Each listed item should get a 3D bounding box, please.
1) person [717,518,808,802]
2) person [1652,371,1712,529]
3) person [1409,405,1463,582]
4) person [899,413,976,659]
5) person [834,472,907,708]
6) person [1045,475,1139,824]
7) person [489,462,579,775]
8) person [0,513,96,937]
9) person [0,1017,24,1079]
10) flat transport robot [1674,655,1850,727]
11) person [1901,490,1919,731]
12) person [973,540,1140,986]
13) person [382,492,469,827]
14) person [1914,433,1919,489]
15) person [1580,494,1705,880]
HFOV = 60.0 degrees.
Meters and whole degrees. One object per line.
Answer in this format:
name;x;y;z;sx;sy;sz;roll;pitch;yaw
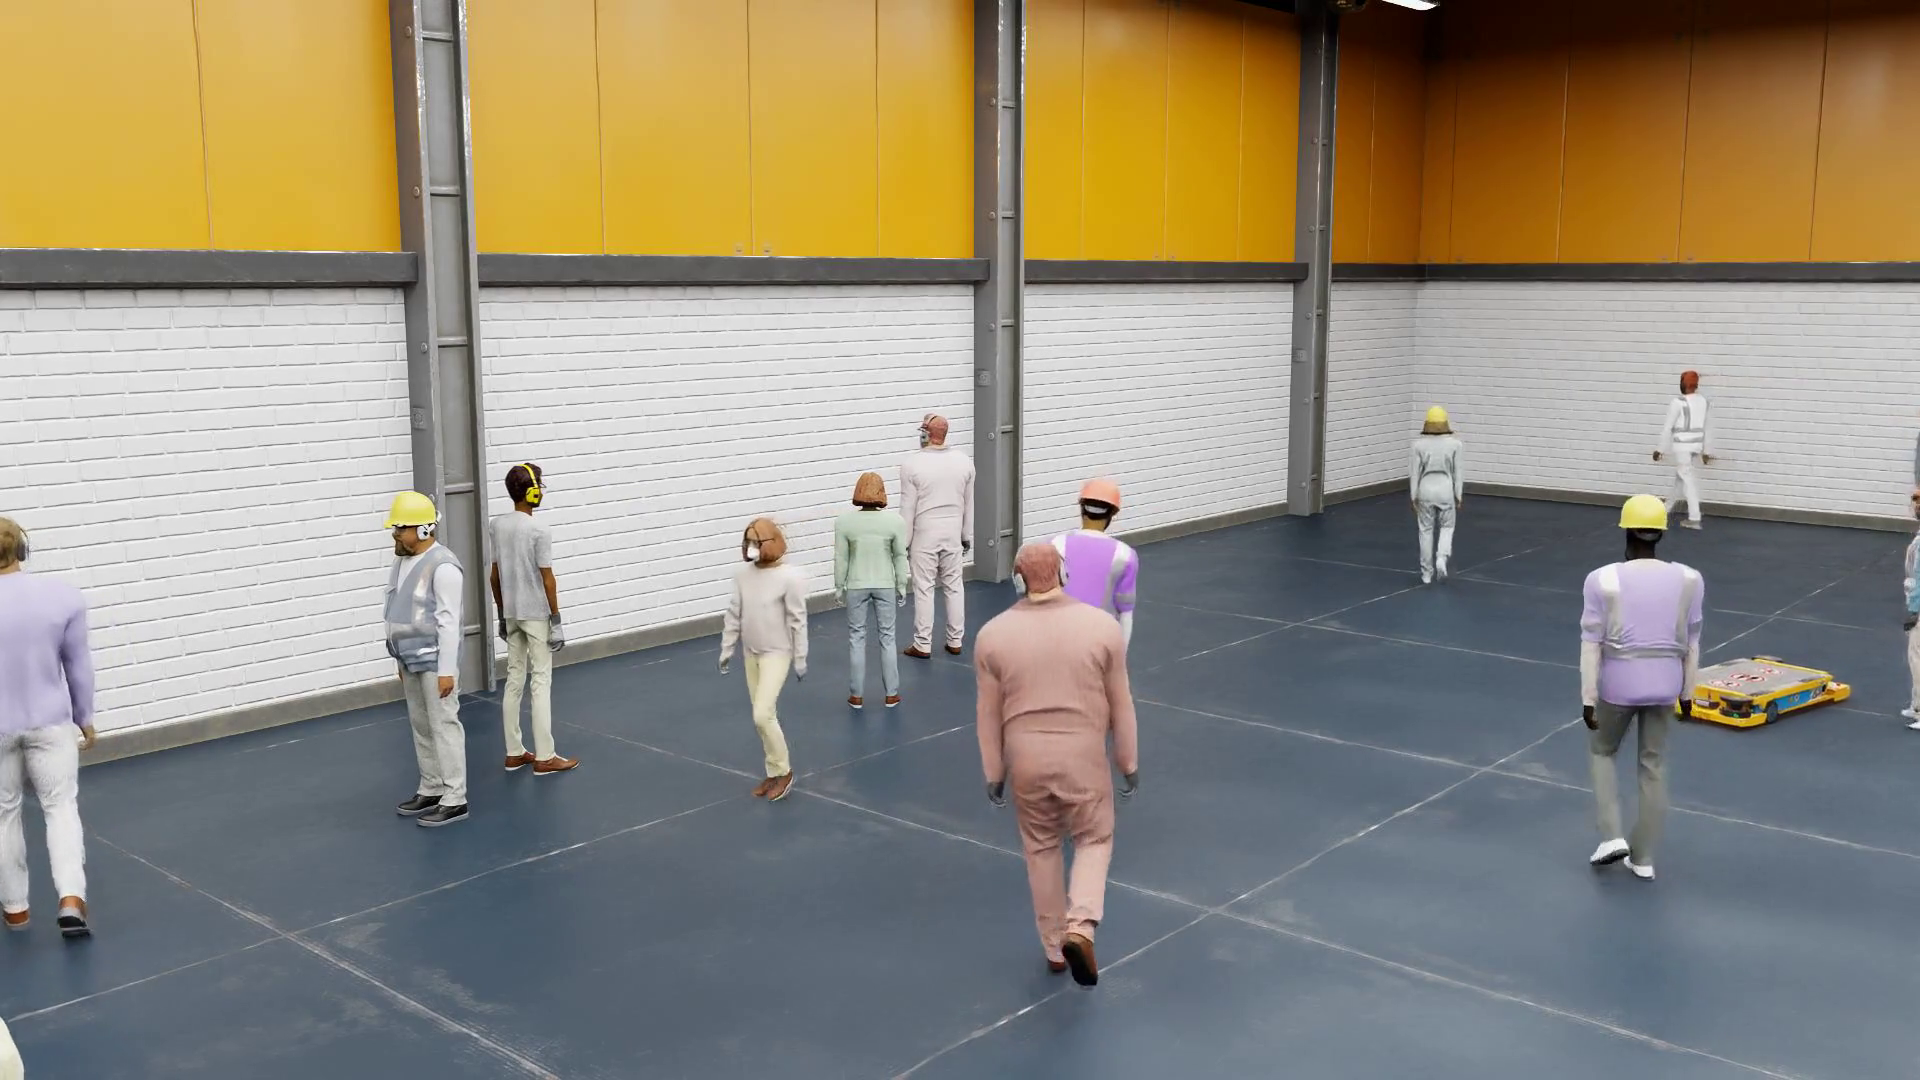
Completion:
person;-1.127;0.679;9.427;0.506;1.620;0.436;8;12;40
person;8.557;-1.085;19.807;0.580;1.839;0.956;-4;10;-24
person;4.594;-0.438;16.072;0.508;1.730;0.393;2;9;14
person;-0.201;-0.032;12.963;0.651;1.913;0.409;-5;10;-28
person;-0.615;0.346;11.457;0.507;1.632;0.264;-1;9;-5
person;0.662;0.597;9.089;0.606;1.888;0.499;1;9;8
person;-2.569;0.471;9.946;0.514;1.870;0.323;5;10;29
person;-4.214;0.844;7.449;0.635;1.947;0.571;-6;11;-31
person;-2.279;1.535;3.474;0.612;1.792;0.893;-8;12;-42
flat transport robot;5.452;1.027;11.451;1.431;0.197;0.652;-7;11;-36
person;6.367;0.442;10.938;0.337;1.614;0.611;7;11;37
person;0.400;0.947;6.937;0.710;1.874;0.607;2;9;9
person;-2.911;0.639;9.042;0.585;1.824;0.404;8;12;43
person;10.636;-0.672;17.967;0.788;1.595;0.505;-5;10;-28
person;3.344;0.726;8.224;0.598;1.911;0.427;1;9;7
